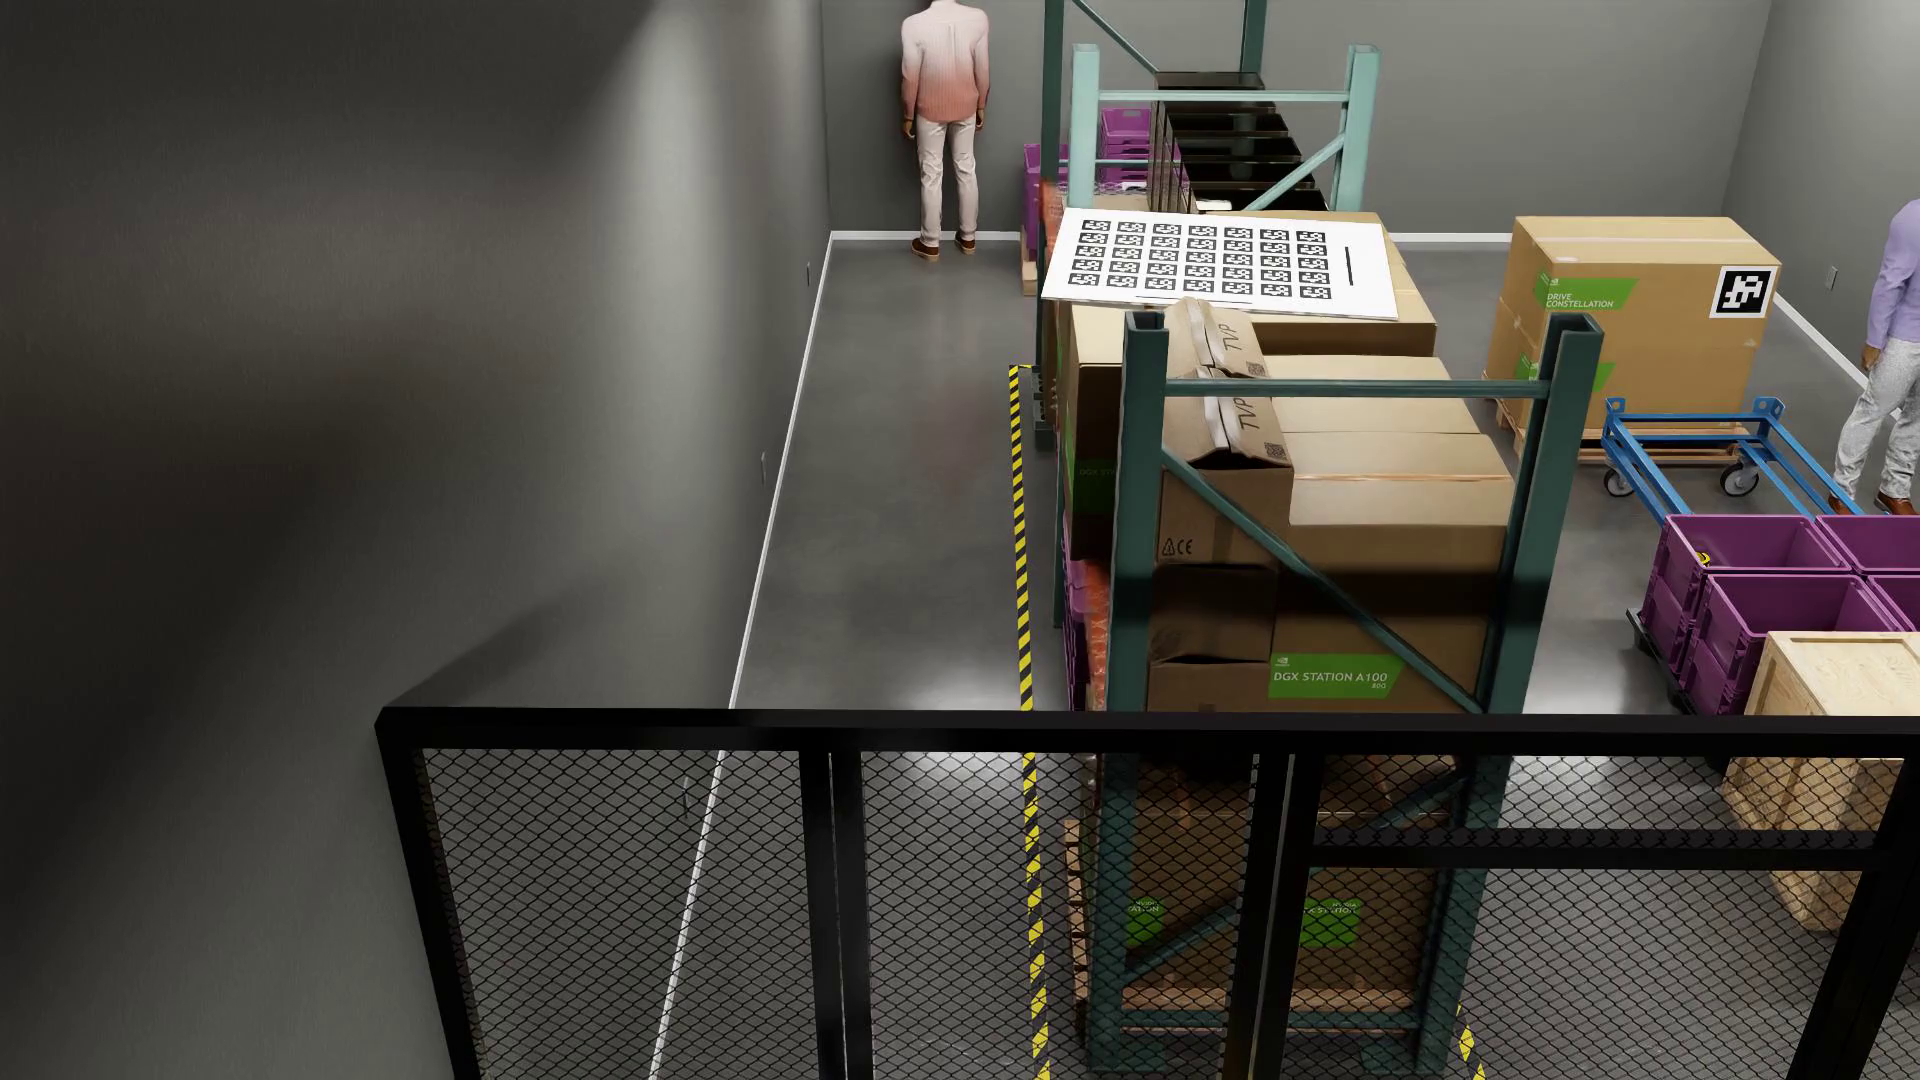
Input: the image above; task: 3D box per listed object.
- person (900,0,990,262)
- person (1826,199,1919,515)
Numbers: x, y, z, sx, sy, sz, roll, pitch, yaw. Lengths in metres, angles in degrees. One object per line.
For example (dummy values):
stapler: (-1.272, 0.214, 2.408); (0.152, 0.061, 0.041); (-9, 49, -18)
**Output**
person: (-0.102, -2.811, 10.830); (0.612, 1.995, 0.377); (-13, 33, -20)
person: (4.537, -0.944, 7.782); (0.627, 1.941, 0.371); (-1, 31, -1)
